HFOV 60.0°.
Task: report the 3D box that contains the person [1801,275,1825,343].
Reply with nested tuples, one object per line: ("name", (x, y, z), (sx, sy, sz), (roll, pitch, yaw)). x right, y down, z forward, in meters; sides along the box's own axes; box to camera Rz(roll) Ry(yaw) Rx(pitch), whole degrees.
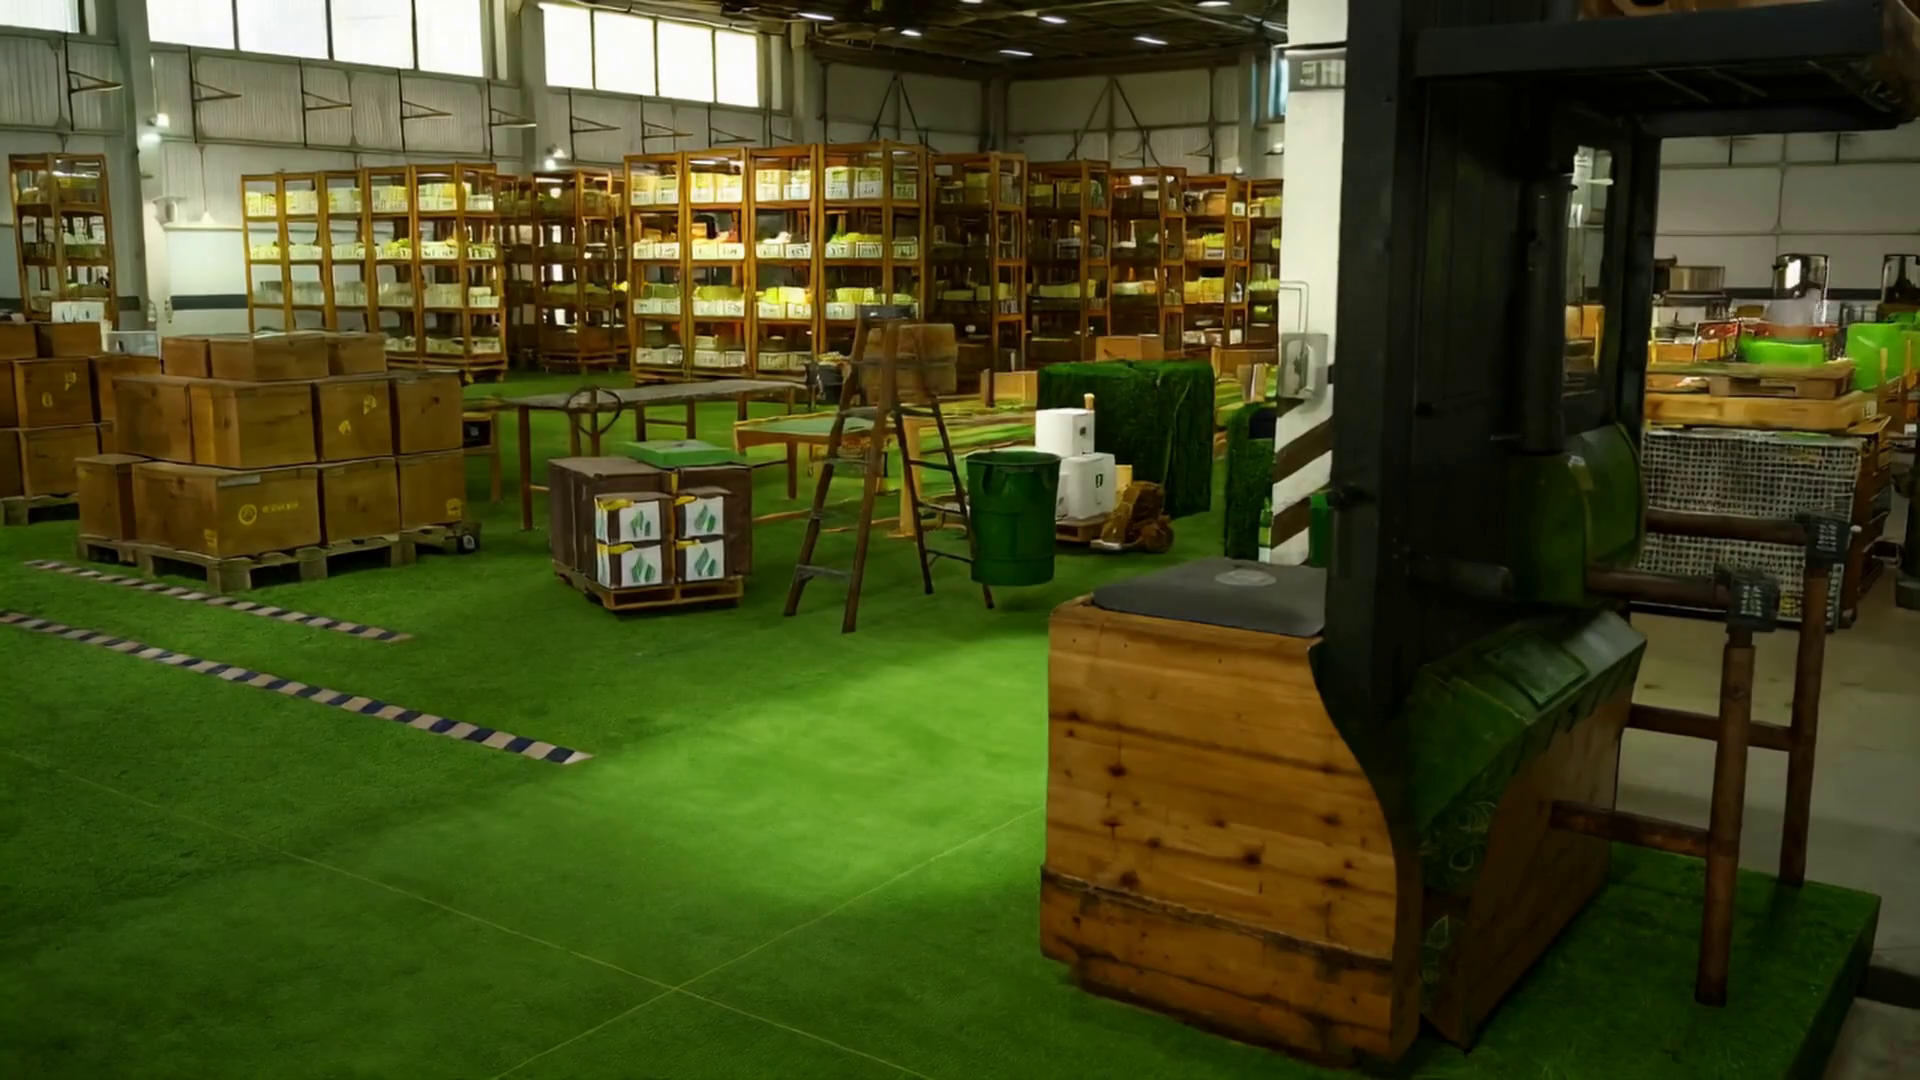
("person", (16.962, -4.412, 33.179), (0.479, 1.746, 0.534), (0, 10, 3))

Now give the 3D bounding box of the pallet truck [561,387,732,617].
("pallet truck", (-1.981, -0.274, 10.088), (0.680, 1.201, 1.601), (-5, 11, -28))

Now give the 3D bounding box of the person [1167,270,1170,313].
("person", (5.425, -6.170, 43.395), (0.485, 1.836, 0.576), (-9, 13, -42))

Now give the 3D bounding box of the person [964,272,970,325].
("person", (-0.049, -4.653, 34.457), (0.750, 1.809, 0.603), (-7, 12, -34))

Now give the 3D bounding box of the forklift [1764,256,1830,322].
("forklift", (20.253, -5.854, 40.139), (1.157, 1.987, 2.680), (7, 12, 35))

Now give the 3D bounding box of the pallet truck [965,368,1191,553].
("pallet truck", (0.845, -0.609, 11.869), (1.630, 1.274, 0.653), (7, 12, 35))

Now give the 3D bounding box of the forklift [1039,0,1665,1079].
("forklift", (1.249, -0.137, 4.360), (1.873, 2.768, 1.129), (7, 12, 35))

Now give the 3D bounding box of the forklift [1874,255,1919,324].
("forklift", (22.089, -5.634, 38.796), (1.157, 1.987, 2.680), (6, 11, 33))

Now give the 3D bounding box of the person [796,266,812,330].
("person", (-2.893, -4.230, 31.510), (0.649, 1.939, 1.005), (3, 10, 19))
